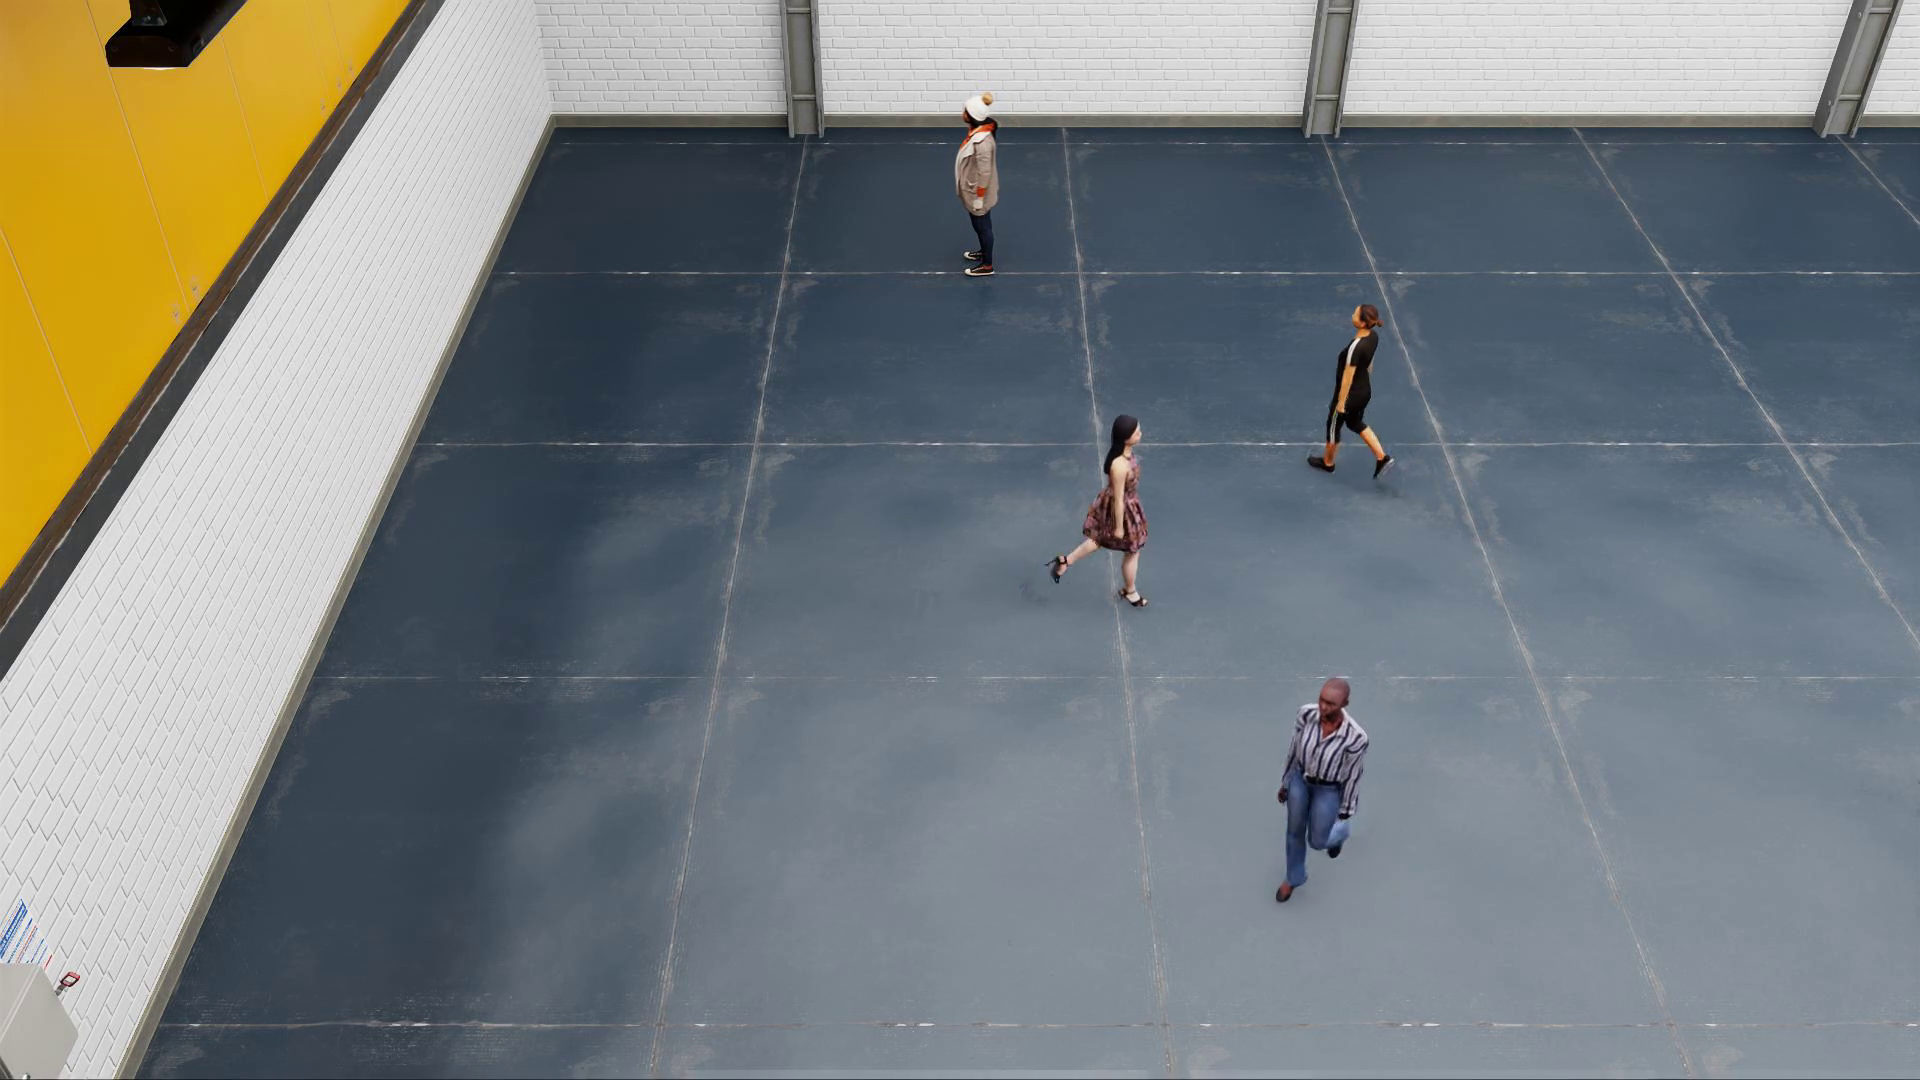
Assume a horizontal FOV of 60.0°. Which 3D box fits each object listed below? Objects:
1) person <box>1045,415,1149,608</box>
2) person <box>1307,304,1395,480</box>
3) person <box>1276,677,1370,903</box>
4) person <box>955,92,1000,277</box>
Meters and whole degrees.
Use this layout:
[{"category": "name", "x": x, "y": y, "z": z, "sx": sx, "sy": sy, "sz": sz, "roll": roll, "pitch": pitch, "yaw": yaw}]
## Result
[{"category": "person", "x": 1.095, "y": -0.183, "z": 12.291, "sx": 1.028, "sy": 1.753, "sz": 0.659, "roll": 3, "pitch": 39, "yaw": 4}, {"category": "person", "x": 3.284, "y": -1.178, "z": 13.621, "sx": 1.035, "sy": 1.648, "sz": 0.929, "roll": 26, "pitch": 45, "yaw": 29}, {"category": "person", "x": 2.224, "y": 1.484, "z": 10.180, "sx": 0.893, "sy": 1.782, "sz": 0.940, "roll": 28, "pitch": 46, "yaw": 30}, {"category": "person", "x": 0.211, "y": -3.516, "z": 16.355, "sx": 0.642, "sy": 1.890, "sz": 0.673, "roll": 0, "pitch": 39, "yaw": 0}]
